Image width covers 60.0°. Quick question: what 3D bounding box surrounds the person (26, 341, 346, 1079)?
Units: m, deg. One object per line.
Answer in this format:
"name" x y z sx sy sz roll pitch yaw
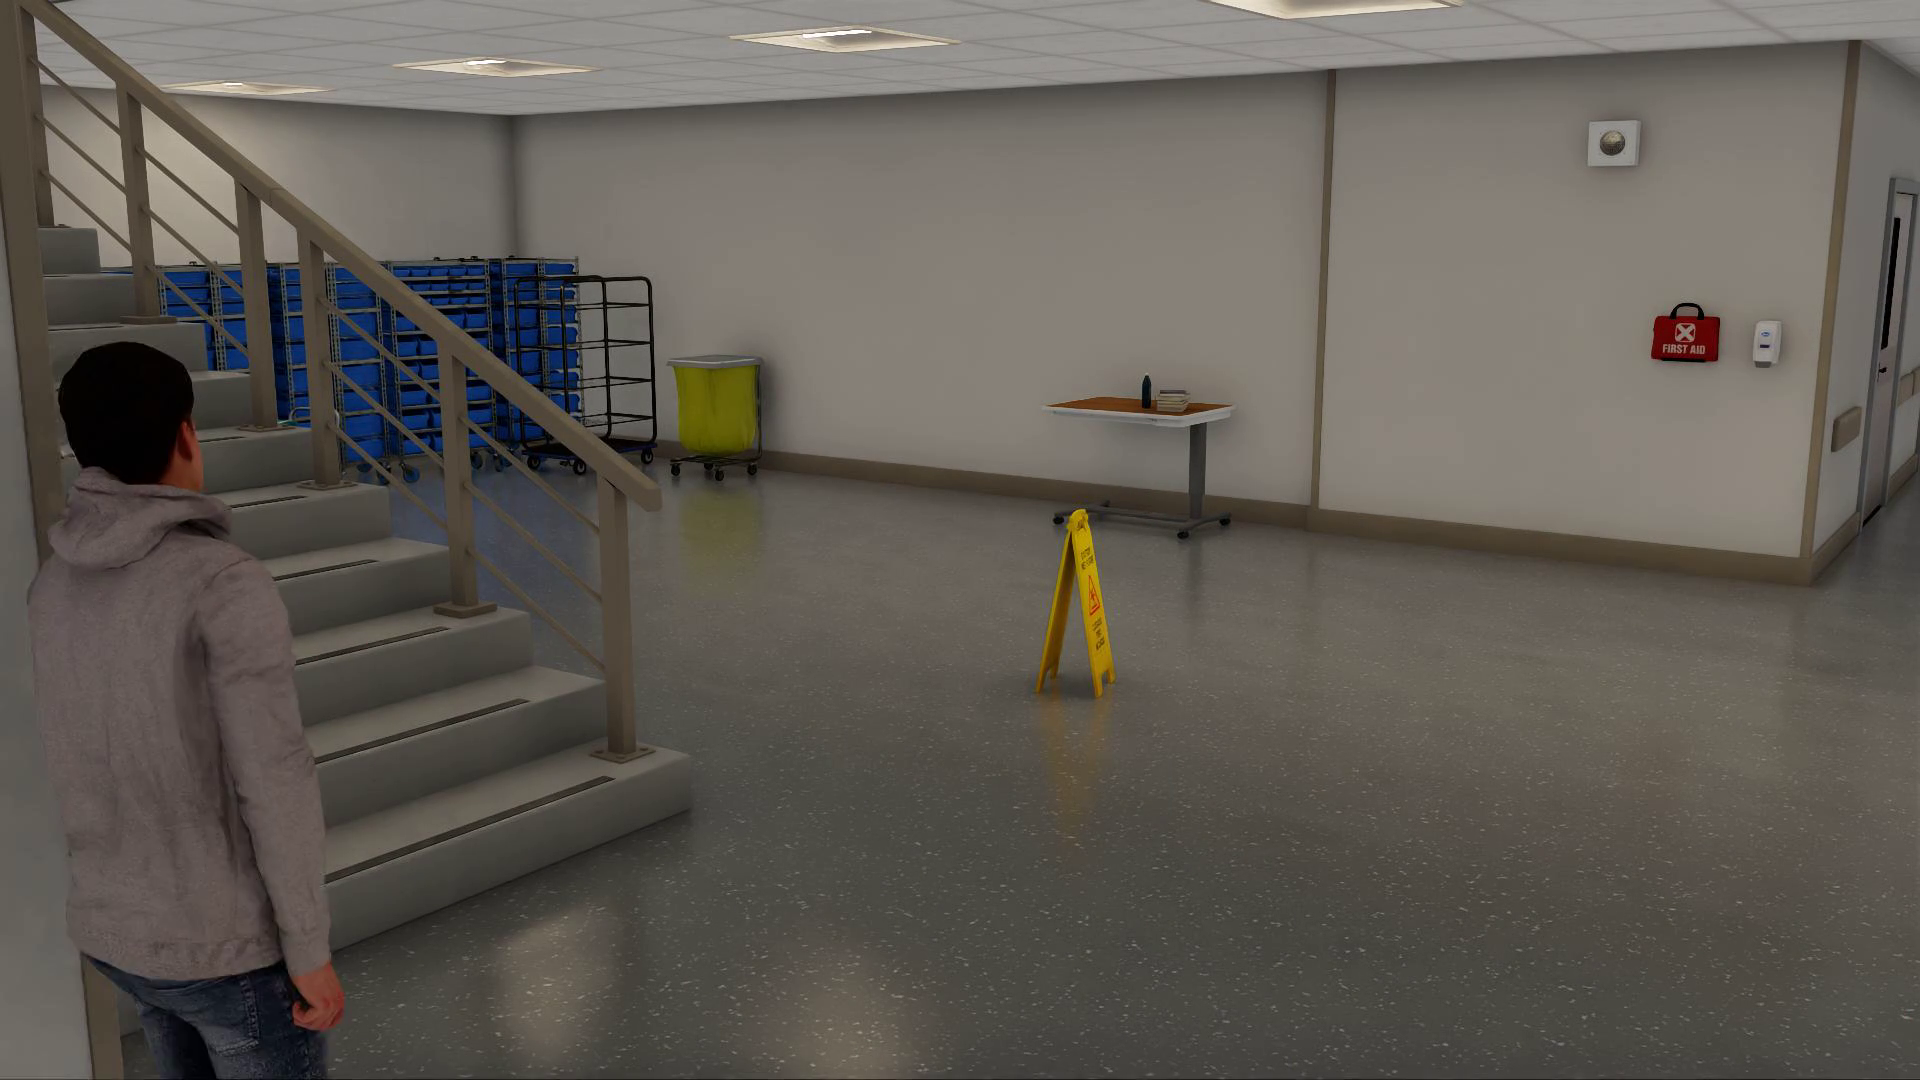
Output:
"person" -1.260 0.636 2.553 0.882 1.826 0.827 6 12 29
